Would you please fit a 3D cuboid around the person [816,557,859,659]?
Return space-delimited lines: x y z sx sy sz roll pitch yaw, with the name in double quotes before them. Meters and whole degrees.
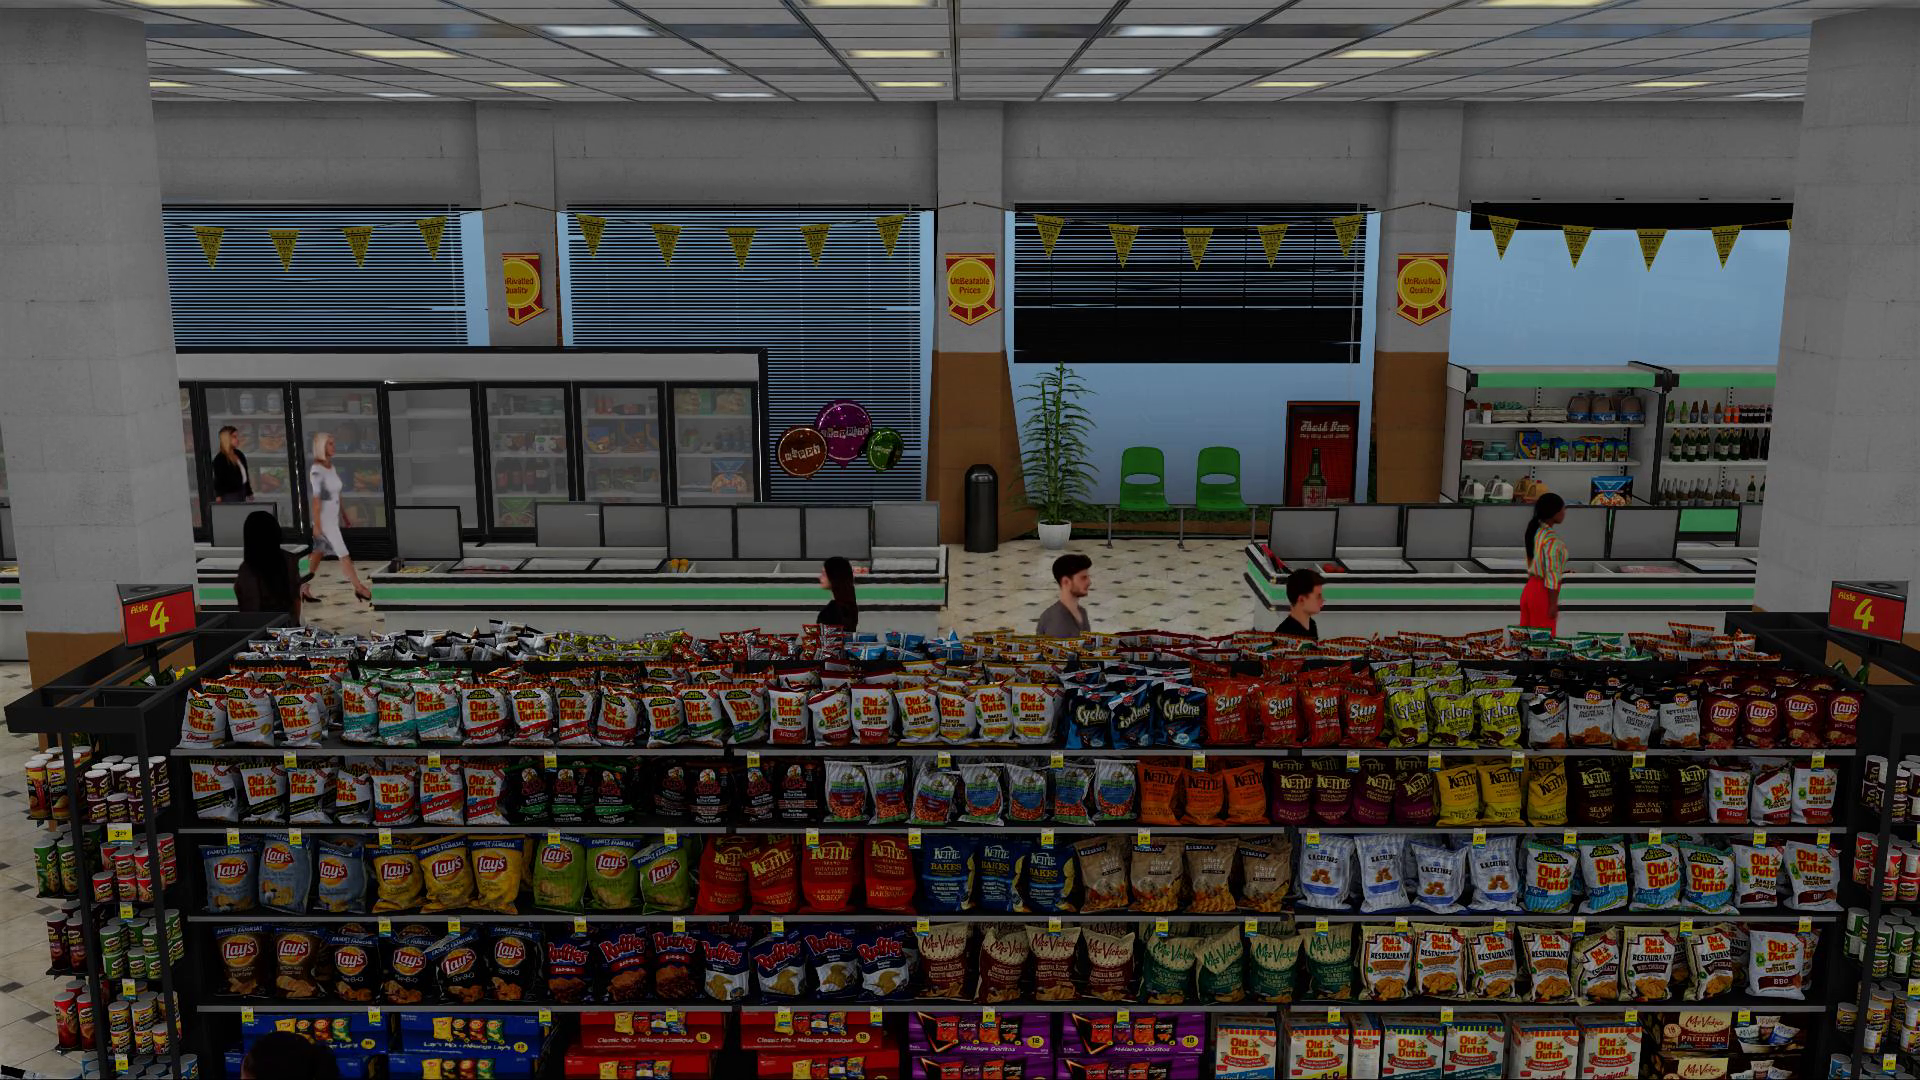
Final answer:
"person" -0.742 0.911 11.304 0.608 1.628 0.600 -1 12 -3

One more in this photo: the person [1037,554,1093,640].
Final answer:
"person" 0.570 1.017 10.153 1.004 1.894 0.892 5 13 23

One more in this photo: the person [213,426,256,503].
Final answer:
"person" -7.626 -0.350 17.238 0.726 1.652 0.616 1 12 3

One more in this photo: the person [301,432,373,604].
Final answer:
"person" -6.270 -0.168 16.256 1.067 1.700 0.629 -1 12 -4

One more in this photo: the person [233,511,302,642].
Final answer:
"person" -4.864 0.701 11.788 0.746 1.840 0.745 6 13 25

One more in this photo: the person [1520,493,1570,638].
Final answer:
"person" 4.452 0.517 12.778 0.571 1.793 0.614 -2 12 -9

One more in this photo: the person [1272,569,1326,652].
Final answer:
"person" 1.917 1.069 10.010 0.836 1.852 0.807 6 13 25
